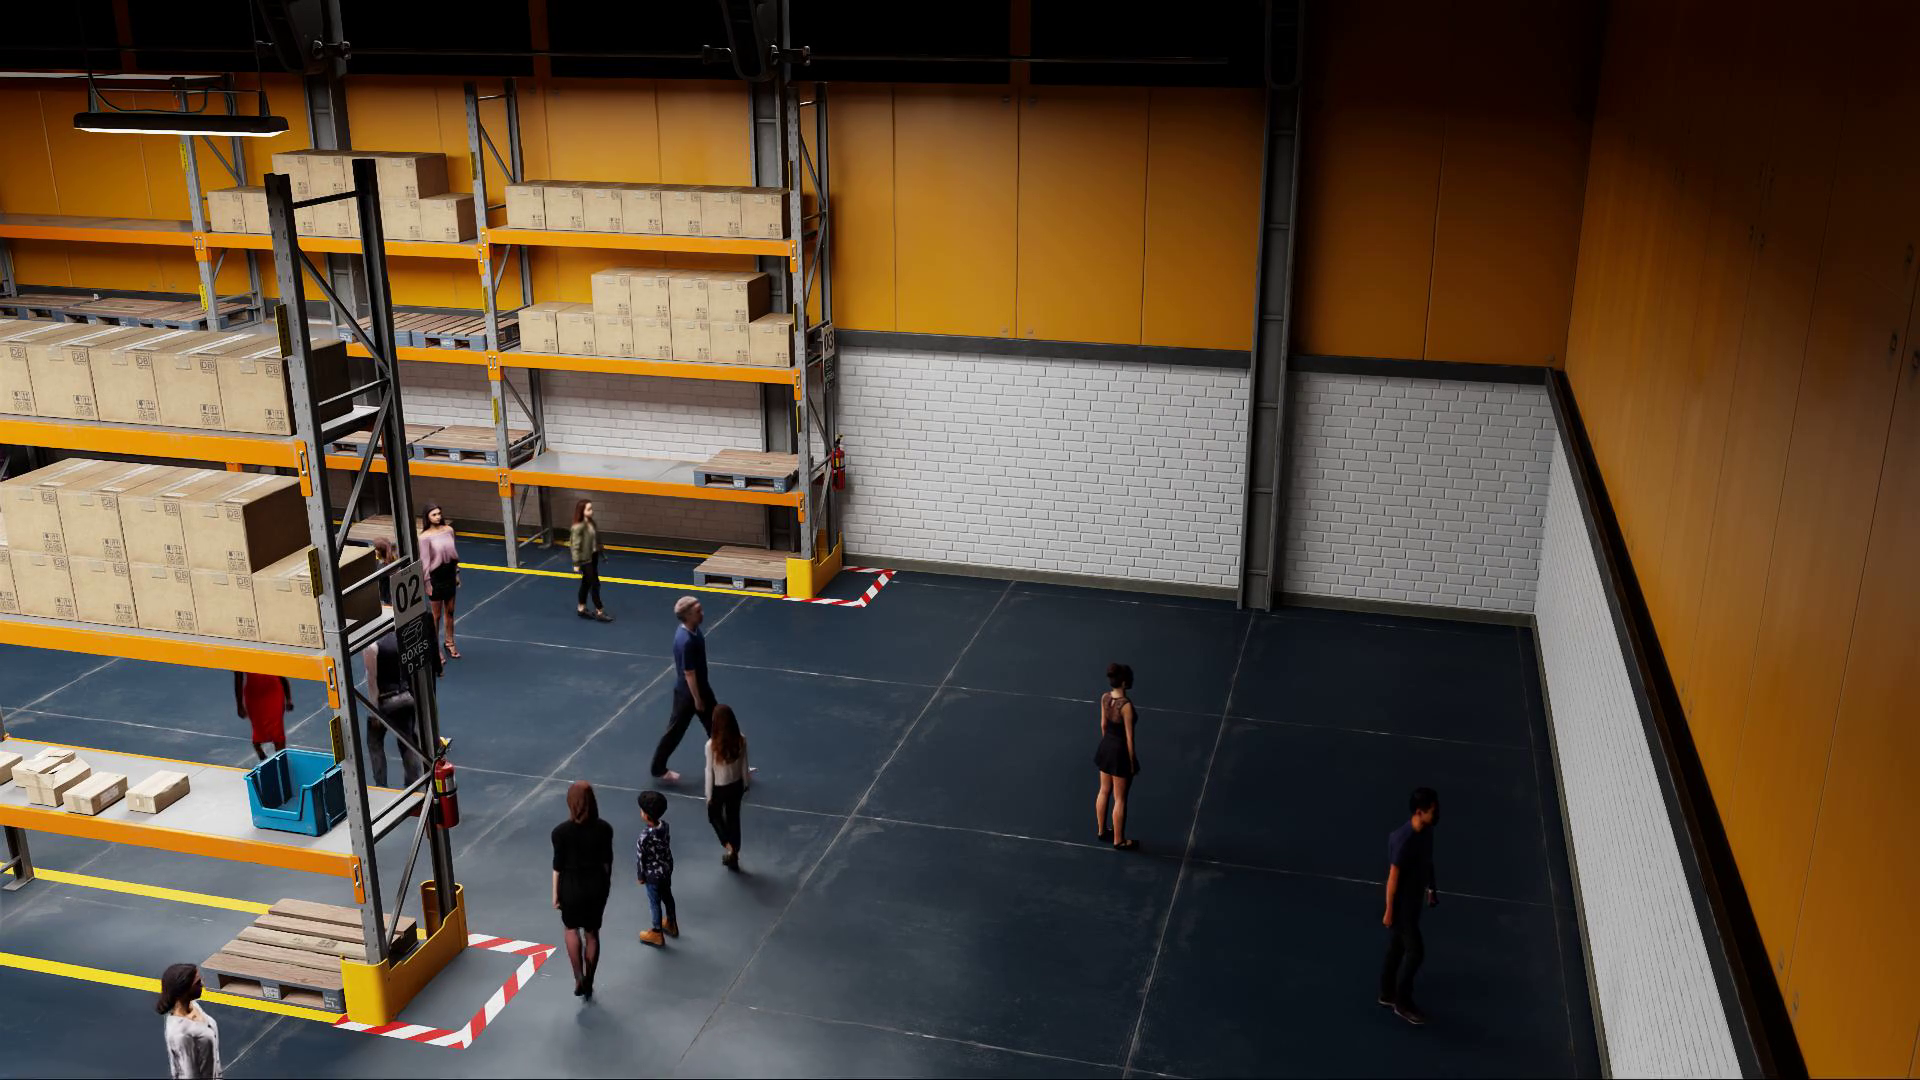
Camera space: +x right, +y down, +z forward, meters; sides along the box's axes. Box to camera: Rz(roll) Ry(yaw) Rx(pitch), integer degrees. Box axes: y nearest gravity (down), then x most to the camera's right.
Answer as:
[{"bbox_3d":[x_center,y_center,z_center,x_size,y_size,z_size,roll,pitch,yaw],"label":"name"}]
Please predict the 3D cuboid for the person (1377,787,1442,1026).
[{"bbox_3d":[3.127,2.559,11.910,0.803,1.778,0.792,14,23,35],"label":"person"}]

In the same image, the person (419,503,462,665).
[{"bbox_3d":[-5.652,0.459,18.096,0.653,1.811,0.694,13,23,34],"label":"person"}]

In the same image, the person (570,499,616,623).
[{"bbox_3d":[-4.390,0.229,19.325,0.759,1.460,0.617,5,19,16],"label":"person"}]

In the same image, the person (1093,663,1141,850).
[{"bbox_3d":[1.346,1.829,14.241,0.740,1.674,0.678,-11,21,-29],"label":"person"}]

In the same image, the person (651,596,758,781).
[{"bbox_3d":[-2.552,1.419,15.244,1.268,1.812,0.848,1,19,3],"label":"person"}]

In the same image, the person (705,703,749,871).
[{"bbox_3d":[-1.908,2.086,13.789,0.679,1.475,0.735,-11,22,-30],"label":"person"}]

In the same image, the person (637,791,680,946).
[{"bbox_3d":[-2.345,2.518,12.862,0.538,1.248,0.536,11,21,29],"label":"person"}]

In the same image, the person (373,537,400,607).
[{"bbox_3d":[-6.038,0.708,17.769,0.822,1.547,0.654,8,20,23],"label":"person"}]

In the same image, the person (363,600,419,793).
[{"bbox_3d":[-5.016,1.494,14.861,0.904,1.913,0.829,11,21,29],"label":"person"}]

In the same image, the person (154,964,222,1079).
[{"bbox_3d":[-4.514,3.281,9.779,0.744,1.769,0.718,-4,19,-13],"label":"person"}]

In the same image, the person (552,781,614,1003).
[{"bbox_3d":[-2.679,2.586,11.975,0.768,1.686,0.834,-9,20,-24],"label":"person"}]

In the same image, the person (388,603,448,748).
[{"bbox_3d":[-5.229,1.181,15.973,0.521,1.798,0.745,6,20,17],"label":"person"}]
